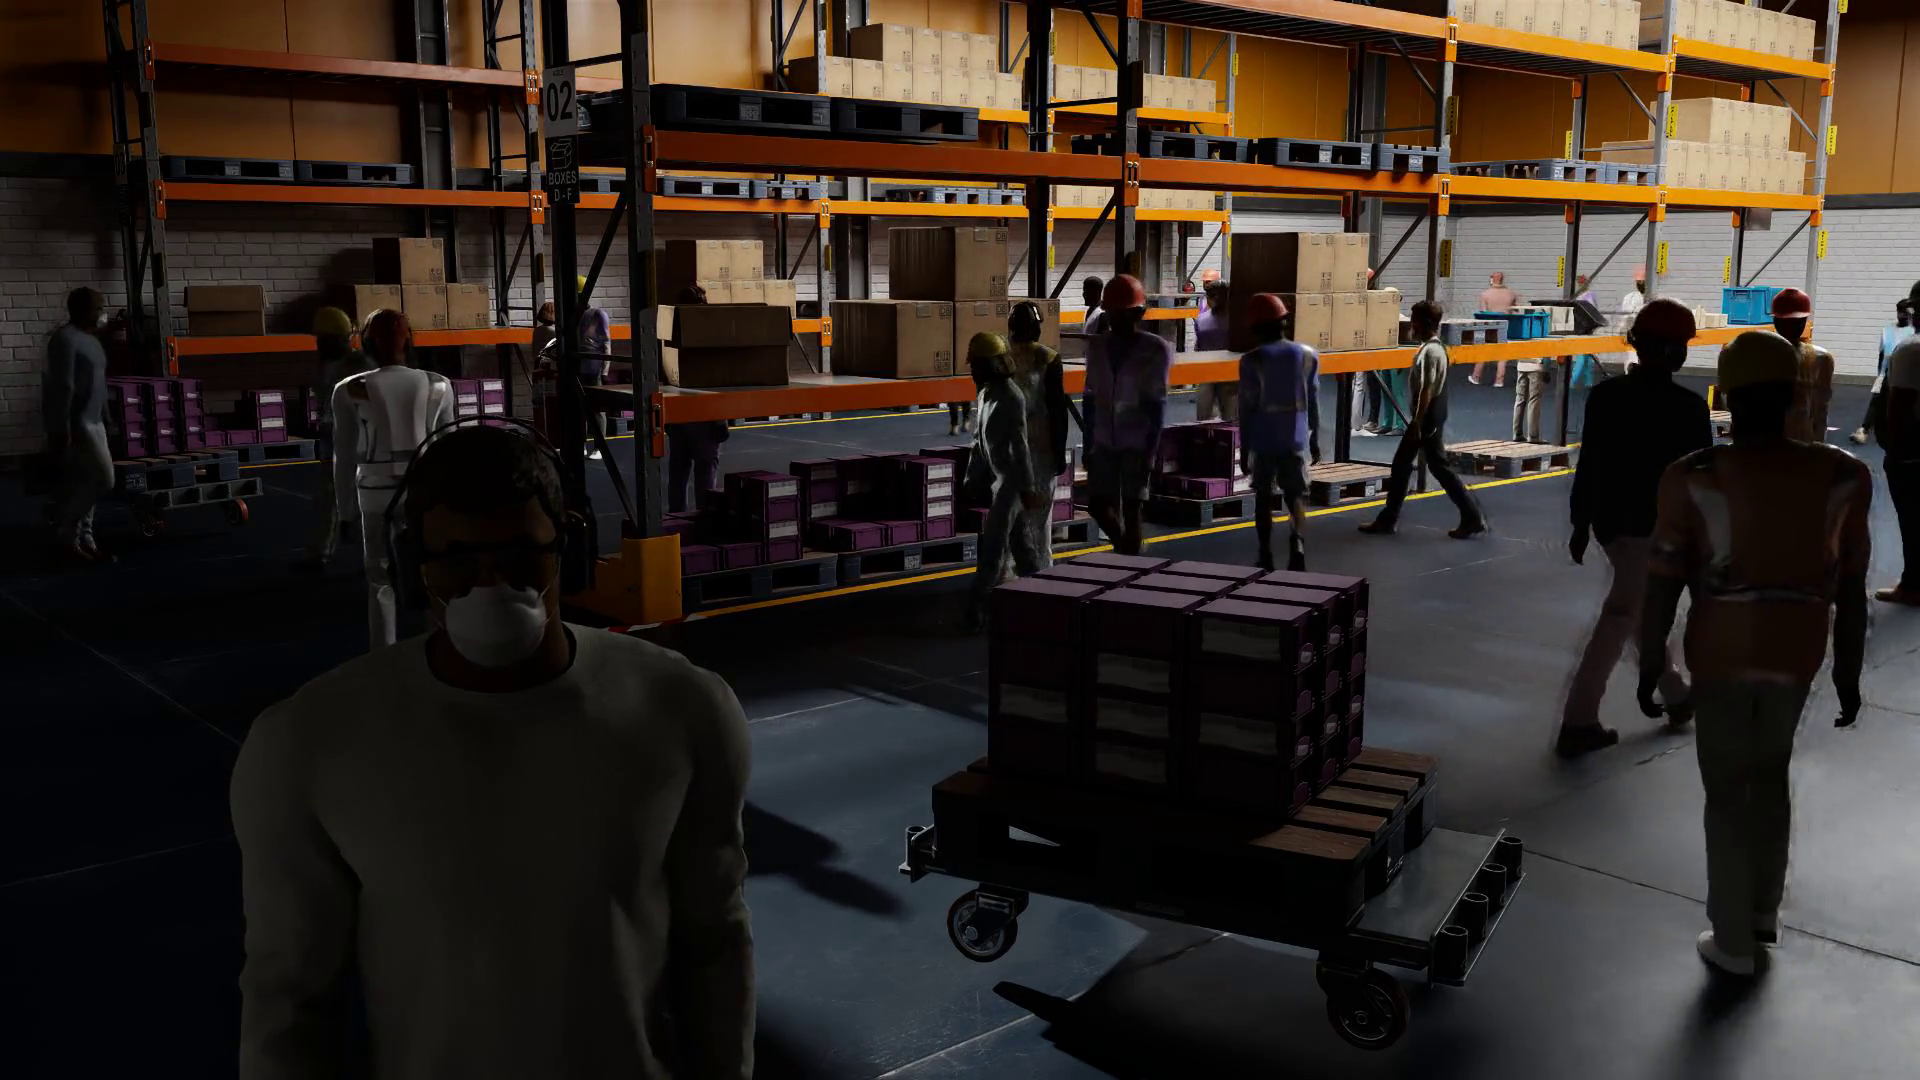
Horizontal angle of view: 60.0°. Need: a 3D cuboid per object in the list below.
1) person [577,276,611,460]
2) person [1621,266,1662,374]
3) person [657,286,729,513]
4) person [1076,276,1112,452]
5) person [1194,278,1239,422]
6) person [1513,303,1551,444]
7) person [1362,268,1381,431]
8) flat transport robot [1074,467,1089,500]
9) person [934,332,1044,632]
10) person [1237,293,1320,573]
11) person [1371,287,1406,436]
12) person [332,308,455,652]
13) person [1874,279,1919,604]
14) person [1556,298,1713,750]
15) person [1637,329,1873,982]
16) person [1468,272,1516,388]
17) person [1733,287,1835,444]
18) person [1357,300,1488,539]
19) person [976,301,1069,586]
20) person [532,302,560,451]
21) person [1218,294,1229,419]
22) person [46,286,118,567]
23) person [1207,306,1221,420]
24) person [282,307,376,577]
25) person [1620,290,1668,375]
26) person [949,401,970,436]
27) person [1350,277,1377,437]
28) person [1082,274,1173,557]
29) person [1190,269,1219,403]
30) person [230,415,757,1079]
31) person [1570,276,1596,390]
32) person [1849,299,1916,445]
[{"bbox_3d":[-3.924,-1.793,17.390,0.585,1.920,0.383,5,11,26],"label":"person"},{"bbox_3d":[9.263,-2.714,22.568,0.977,2.004,0.617,-3,10,-15],"label":"person"},{"bbox_3d":[-1.941,-0.908,12.250,0.651,1.906,0.409,7,12,34],"label":"person"},{"bbox_3d":[1.504,-1.916,18.156,0.385,1.910,0.599,-2,10,-9],"label":"person"},{"bbox_3d":[2.577,-1.606,16.335,0.633,1.914,0.821,9,13,41],"label":"person"},{"bbox_3d":[6.517,-1.912,18.933,0.313,1.633,0.517,-4,10,-22],"label":"person"},{"bbox_3d":[4.949,-2.327,20.326,0.407,1.984,0.612,-5,11,-27],"label":"person"},{"bbox_3d":[0.865,-0.467,14.445,1.431,0.197,0.652,-9,13,-41],"label":"flat transport robot"},{"bbox_3d":[0.195,-0.322,9.446,0.779,1.698,0.511,-3,10,-17],"label":"person"},{"bbox_3d":[2.064,-0.649,10.774,0.588,1.889,0.714,-1,10,-6],"label":"person"},{"bbox_3d":[5.099,-2.107,19.710,0.341,1.760,0.526,-3,10,-16],"label":"person"},{"bbox_3d":[-2.701,-0.168,8.007,0.583,1.879,0.346,-6,11,-30],"label":"person"},{"bbox_3d":[5.913,-0.635,10.259,0.699,2.000,0.536,-4,11,-24],"label":"person"},{"bbox_3d":[3.035,-0.067,7.215,1.029,1.935,0.643,-4,10,-22],"label":"person"},{"bbox_3d":[2.329,0.338,4.934,0.611,1.906,0.516,1,10,6],"label":"person"},{"bbox_3d":[8.682,-3.425,27.112,0.647,1.870,0.849,-1,10,-4],"label":"person"},{"bbox_3d":[4.989,-0.562,10.126,0.546,1.939,0.375,3,10,16],"label":"person"},{"bbox_3d":[3.560,-0.905,12.544,0.945,1.808,0.522,3,10,15],"label":"person"},{"bbox_3d":[0.413,-0.575,10.490,0.621,1.845,0.429,6,11,30],"label":"person"},{"bbox_3d":[-4.491,-1.785,18.215,0.493,1.627,0.284,8,13,39],"label":"person"},{"bbox_3d":[3.517,-2.466,21.111,0.608,1.995,0.377,1,10,6],"label":"person"},{"bbox_3d":[-5.965,-0.762,11.357,0.431,1.918,0.662,-2,10,-9],"label":"person"},{"bbox_3d":[3.257,-2.283,21.098,0.280,1.633,0.500,-1,10,-5],"label":"person"},{"bbox_3d":[-4.059,-0.614,10.859,0.616,1.786,0.877,7,12,37],"label":"person"},{"bbox_3d":[9.584,-2.799,23.316,0.639,1.910,0.407,3,10,16],"label":"person"},{"bbox_3d":[-0.030,-2.092,19.866,0.548,1.671,0.715,-2,10,-9],"label":"person"},{"bbox_3d":[4.737,-2.149,19.615,0.332,1.874,0.520,-1,10,-5],"label":"person"},{"bbox_3d":[1.003,-0.592,10.071,0.619,2.020,0.568,6,12,33],"label":"person"},{"bbox_3d":[3.576,-2.919,23.920,0.347,1.942,0.549,-5,11,-29],"label":"person"},{"bbox_3d":[-0.554,0.807,2.111,0.638,1.938,0.356,-4,10,-22],"label":"person"},{"bbox_3d":[9.791,-3.261,26.371,0.749,1.806,0.602,0,10,2],"label":"person"},{"bbox_3d":[10.376,-1.843,18.466,0.826,1.648,0.537,-6,11,-29],"label":"person"}]
